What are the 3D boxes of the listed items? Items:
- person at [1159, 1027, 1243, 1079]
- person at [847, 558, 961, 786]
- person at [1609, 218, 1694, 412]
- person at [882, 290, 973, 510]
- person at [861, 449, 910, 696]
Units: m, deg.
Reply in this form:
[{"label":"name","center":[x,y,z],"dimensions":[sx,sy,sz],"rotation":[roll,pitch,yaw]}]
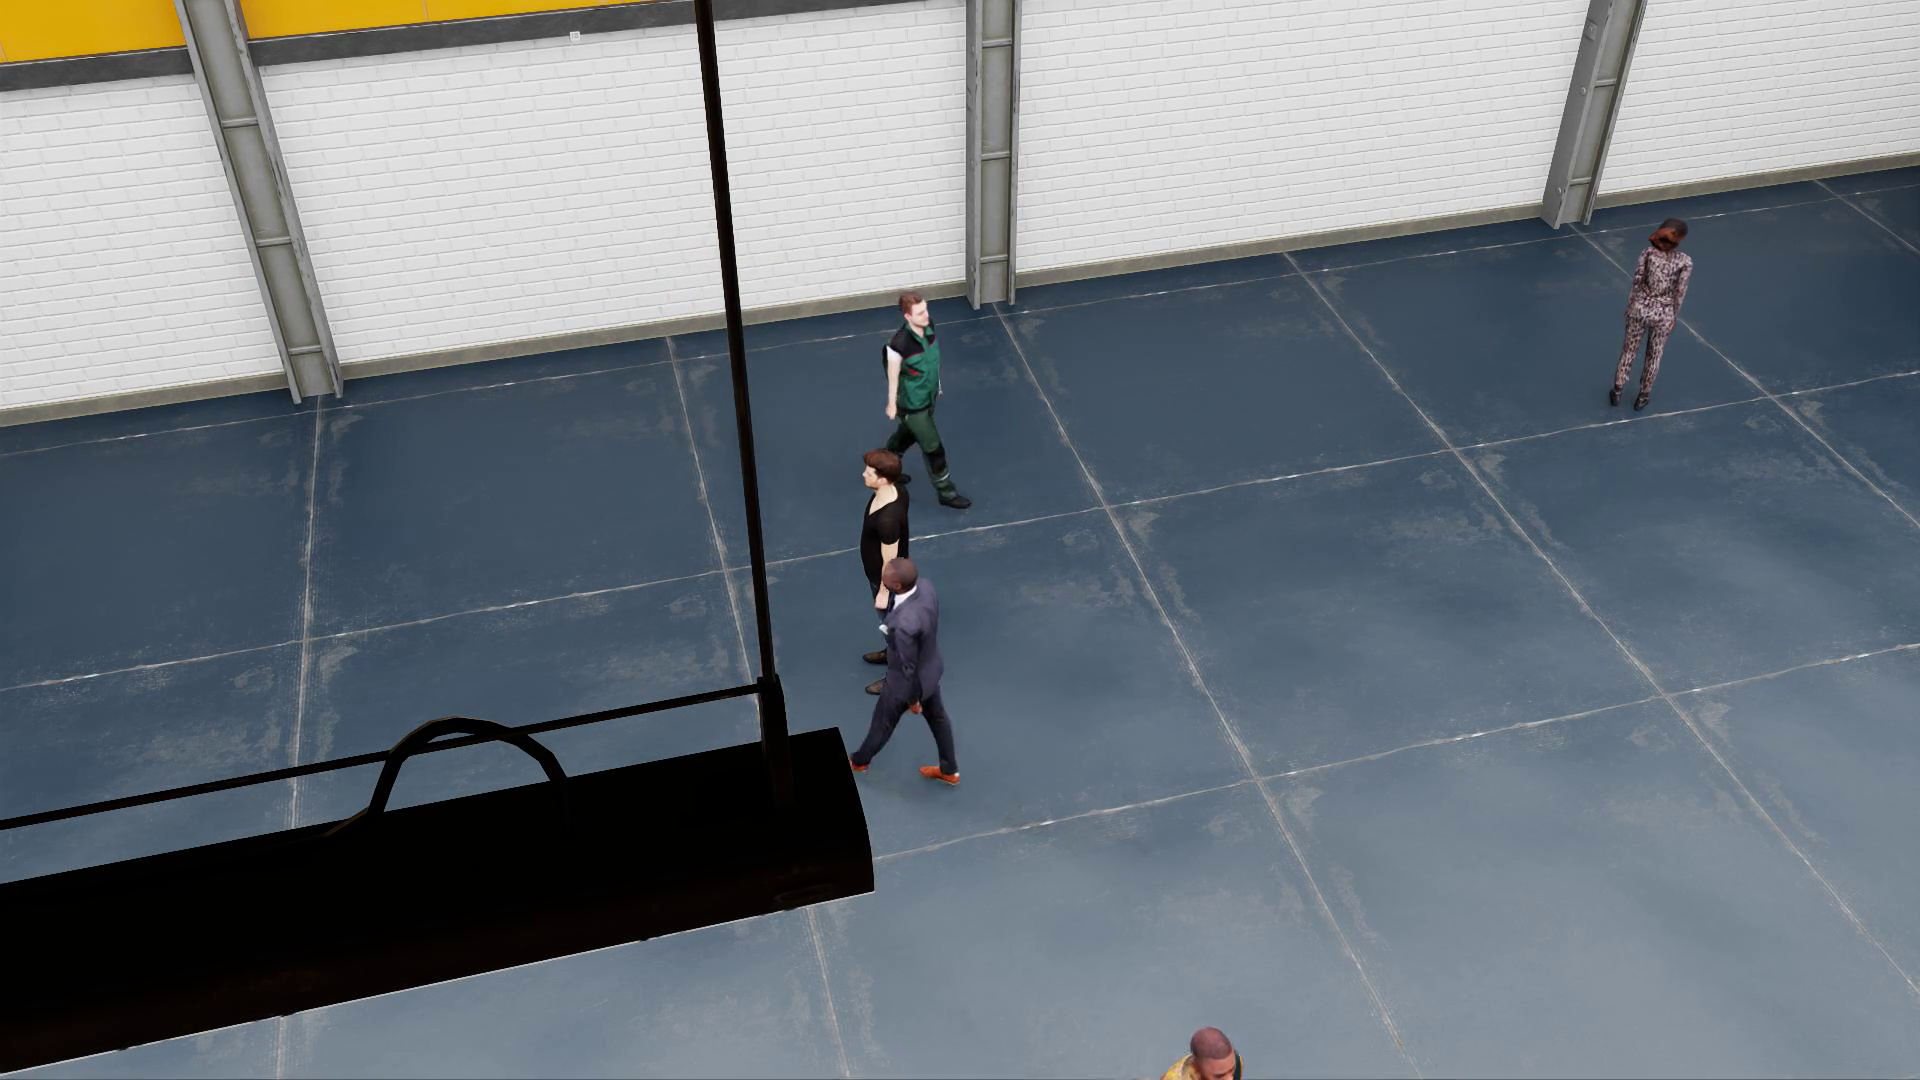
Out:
[{"label":"person","center":[0.995,2.814,7.760],"dimensions":[1.249,1.754,1.021],"rotation":[-23,44,-26]},{"label":"person","center":[-0.205,0.855,10.185],"dimensions":[1.225,1.788,1.079],"rotation":[13,41,16]},{"label":"person","center":[5.665,-1.850,13.632],"dimensions":[0.649,1.714,0.712],"rotation":[19,42,22]},{"label":"person","center":[-0.387,-1.095,12.616],"dimensions":[1.180,1.802,1.116],"rotation":[20,43,23]},{"label":"person","center":[-0.470,0.201,10.917],"dimensions":[0.640,1.897,0.708],"rotation":[-3,39,-3]}]
